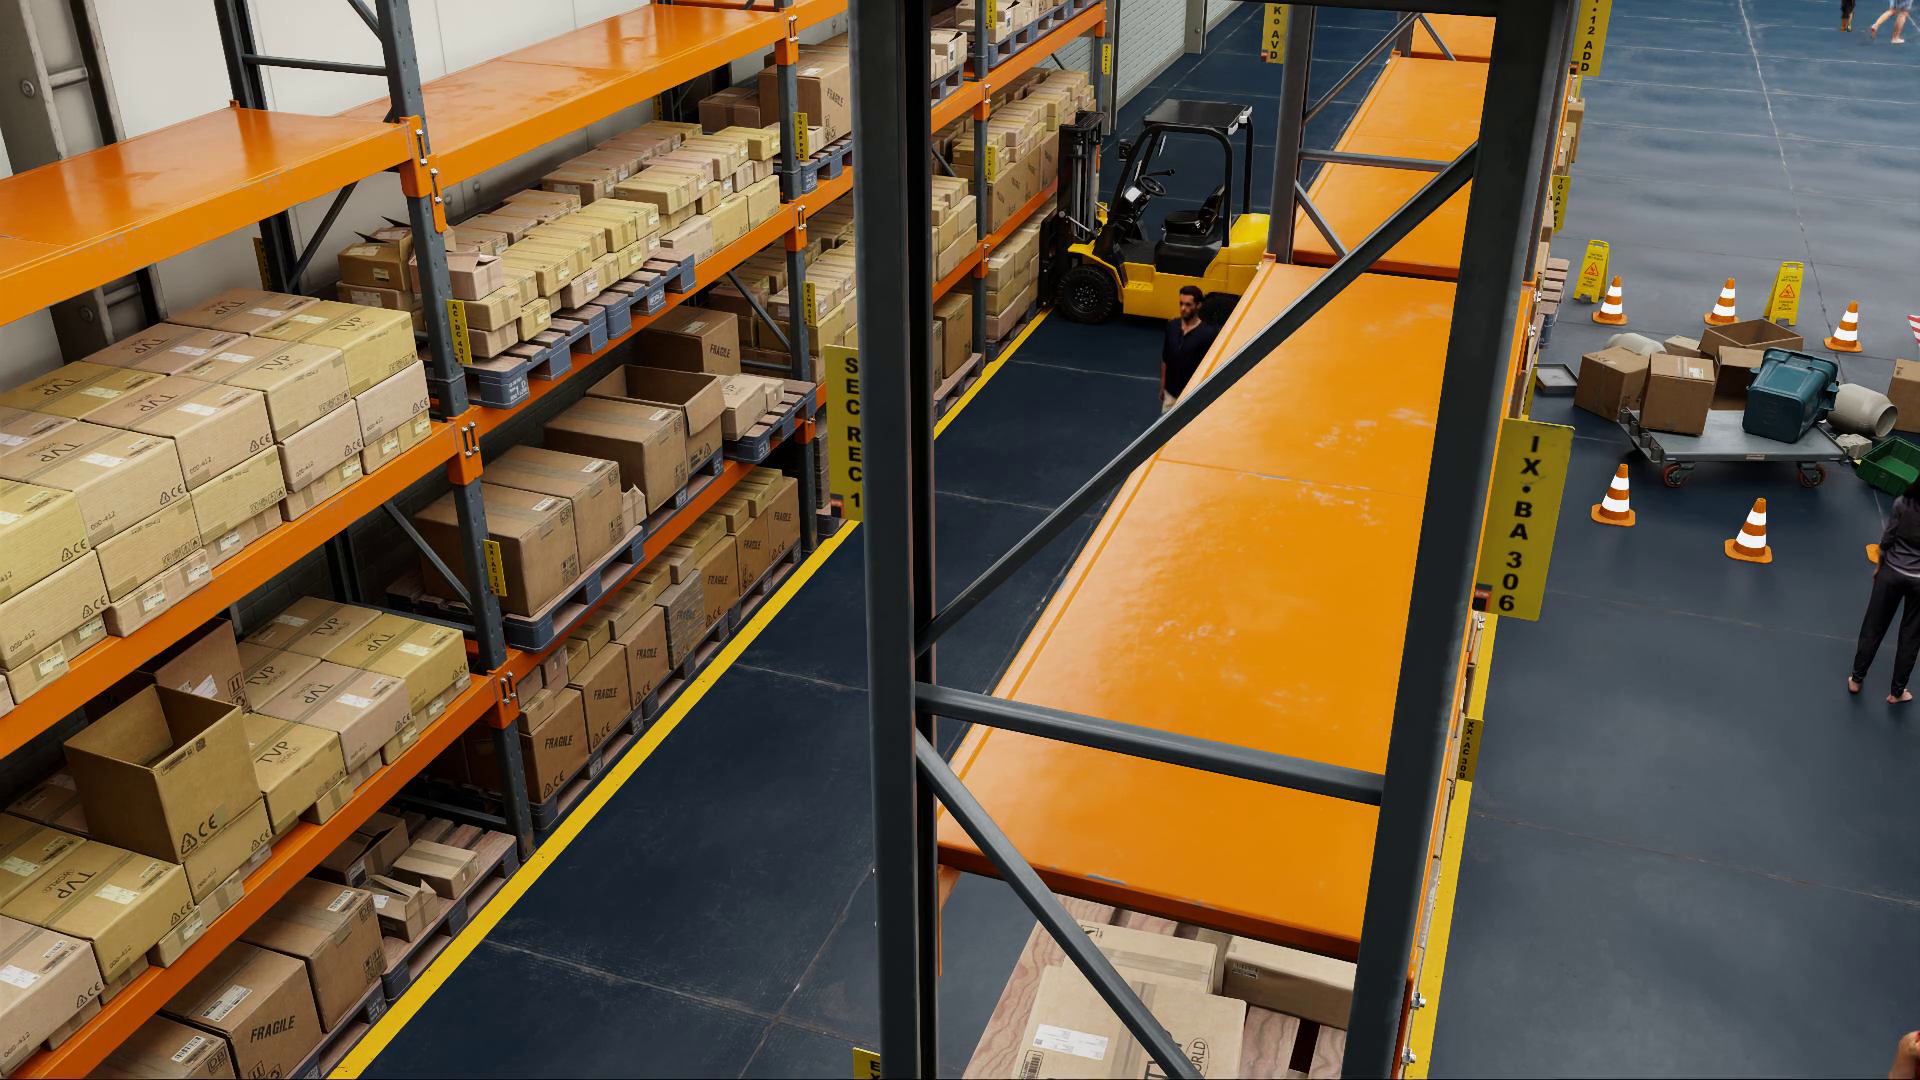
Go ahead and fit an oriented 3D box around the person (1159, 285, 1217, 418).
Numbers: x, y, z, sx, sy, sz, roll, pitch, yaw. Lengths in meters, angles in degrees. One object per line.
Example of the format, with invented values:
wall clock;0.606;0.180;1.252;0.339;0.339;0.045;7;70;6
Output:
person;1.875;-1.182;13.462;0.828;1.808;1.188;16;32;27

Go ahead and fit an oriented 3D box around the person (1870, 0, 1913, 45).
person;16.657;-9.740;29.506;1.004;1.834;0.990;-8;29;-15

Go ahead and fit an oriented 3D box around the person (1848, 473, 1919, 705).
person;6.168;0.256;10.810;0.654;1.765;0.624;21;35;34
